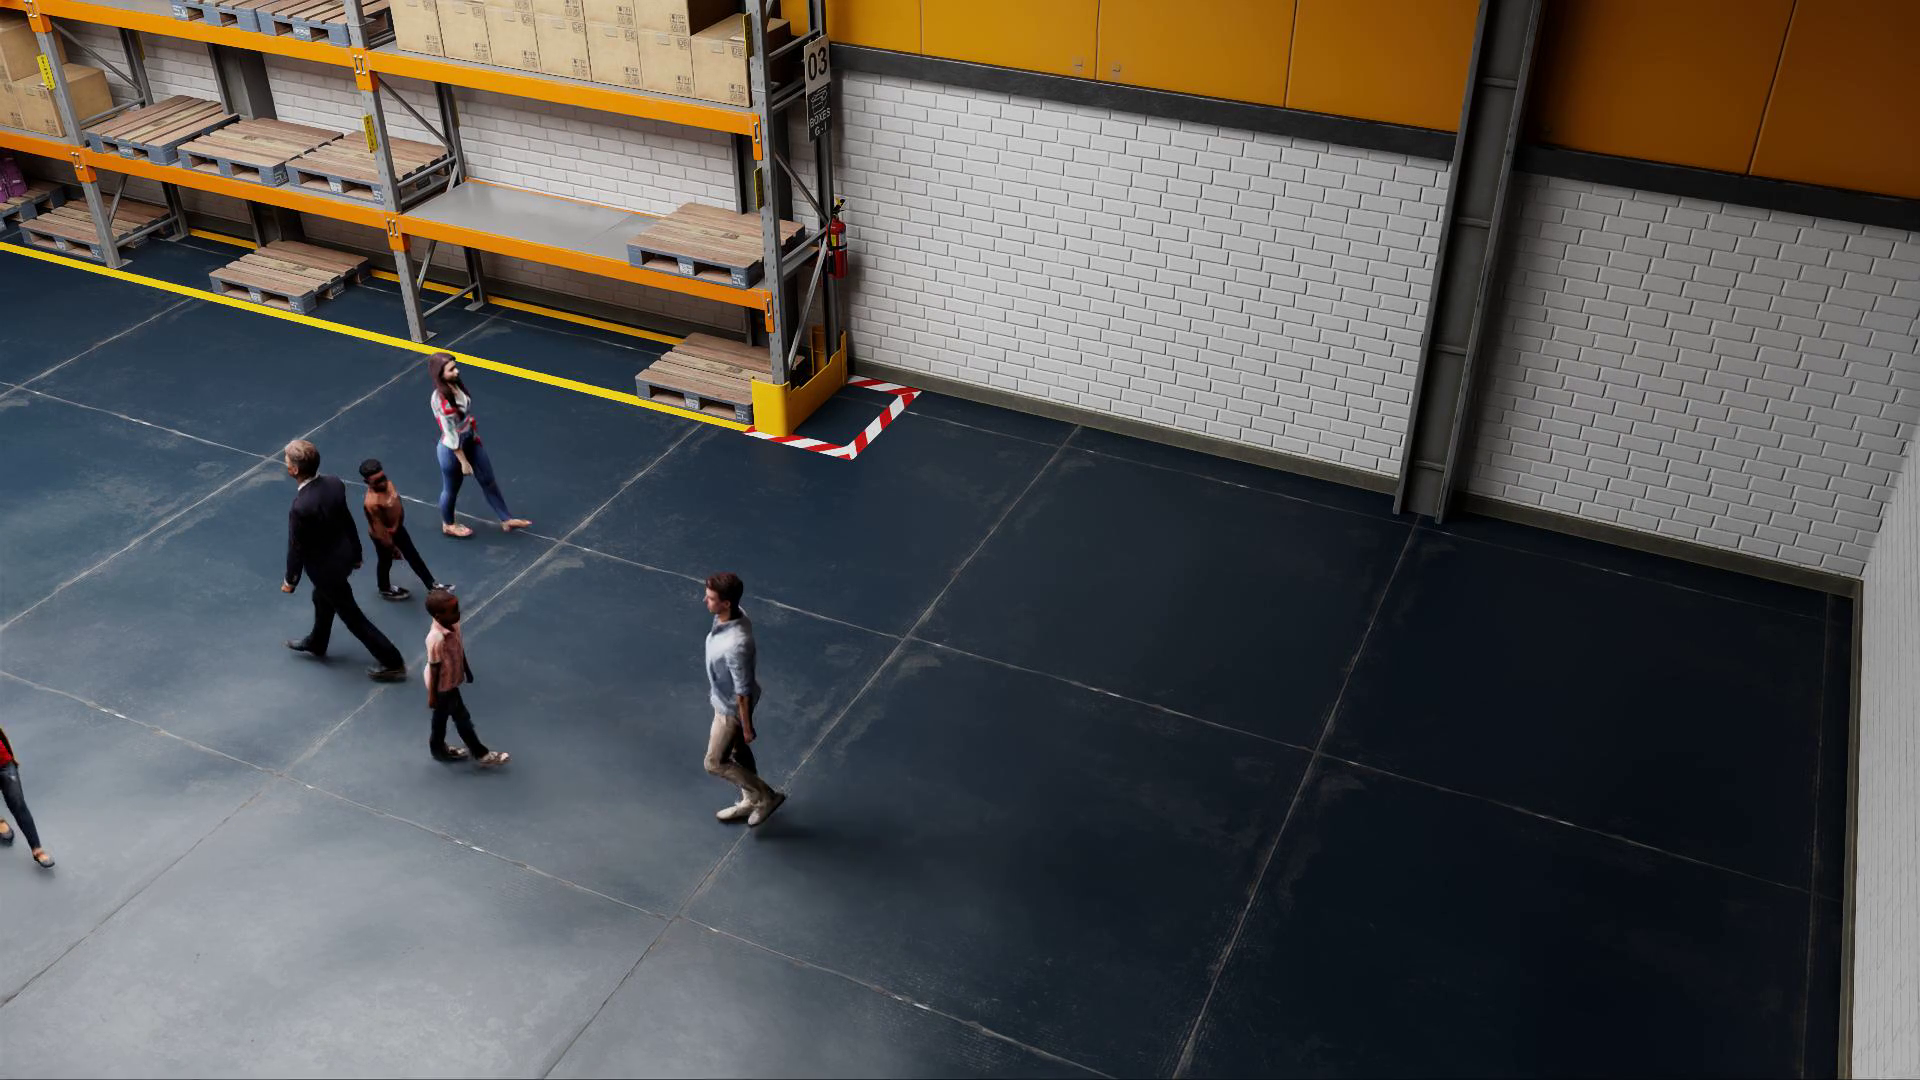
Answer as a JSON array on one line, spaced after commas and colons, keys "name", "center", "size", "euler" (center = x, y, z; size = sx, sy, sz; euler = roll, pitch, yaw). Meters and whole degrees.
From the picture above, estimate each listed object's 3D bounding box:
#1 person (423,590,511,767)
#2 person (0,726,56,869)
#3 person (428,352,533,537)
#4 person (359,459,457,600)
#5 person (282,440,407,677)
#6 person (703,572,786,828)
[{"name": "person", "center": [-3.324, 0.883, 10.518], "size": [0.859, 1.282, 0.714], "euler": [3, 34, 5]}, {"name": "person", "center": [-5.784, 1.335, 9.841], "size": [0.951, 1.278, 0.664], "euler": [25, 41, 33]}, {"name": "person", "center": [-3.886, -0.696, 12.621], "size": [1.014, 1.583, 0.787], "euler": [5, 34, 7]}, {"name": "person", "center": [-4.182, -0.053, 11.976], "size": [0.875, 1.226, 0.673], "euler": [3, 34, 4]}, {"name": "person", "center": [-4.158, 0.178, 11.137], "size": [1.252, 1.770, 0.910], "euler": [5, 34, 7]}, {"name": "person", "center": [-1.259, 0.959, 9.903], "size": [0.864, 1.836, 0.812], "euler": [-5, 34, -8]}]
